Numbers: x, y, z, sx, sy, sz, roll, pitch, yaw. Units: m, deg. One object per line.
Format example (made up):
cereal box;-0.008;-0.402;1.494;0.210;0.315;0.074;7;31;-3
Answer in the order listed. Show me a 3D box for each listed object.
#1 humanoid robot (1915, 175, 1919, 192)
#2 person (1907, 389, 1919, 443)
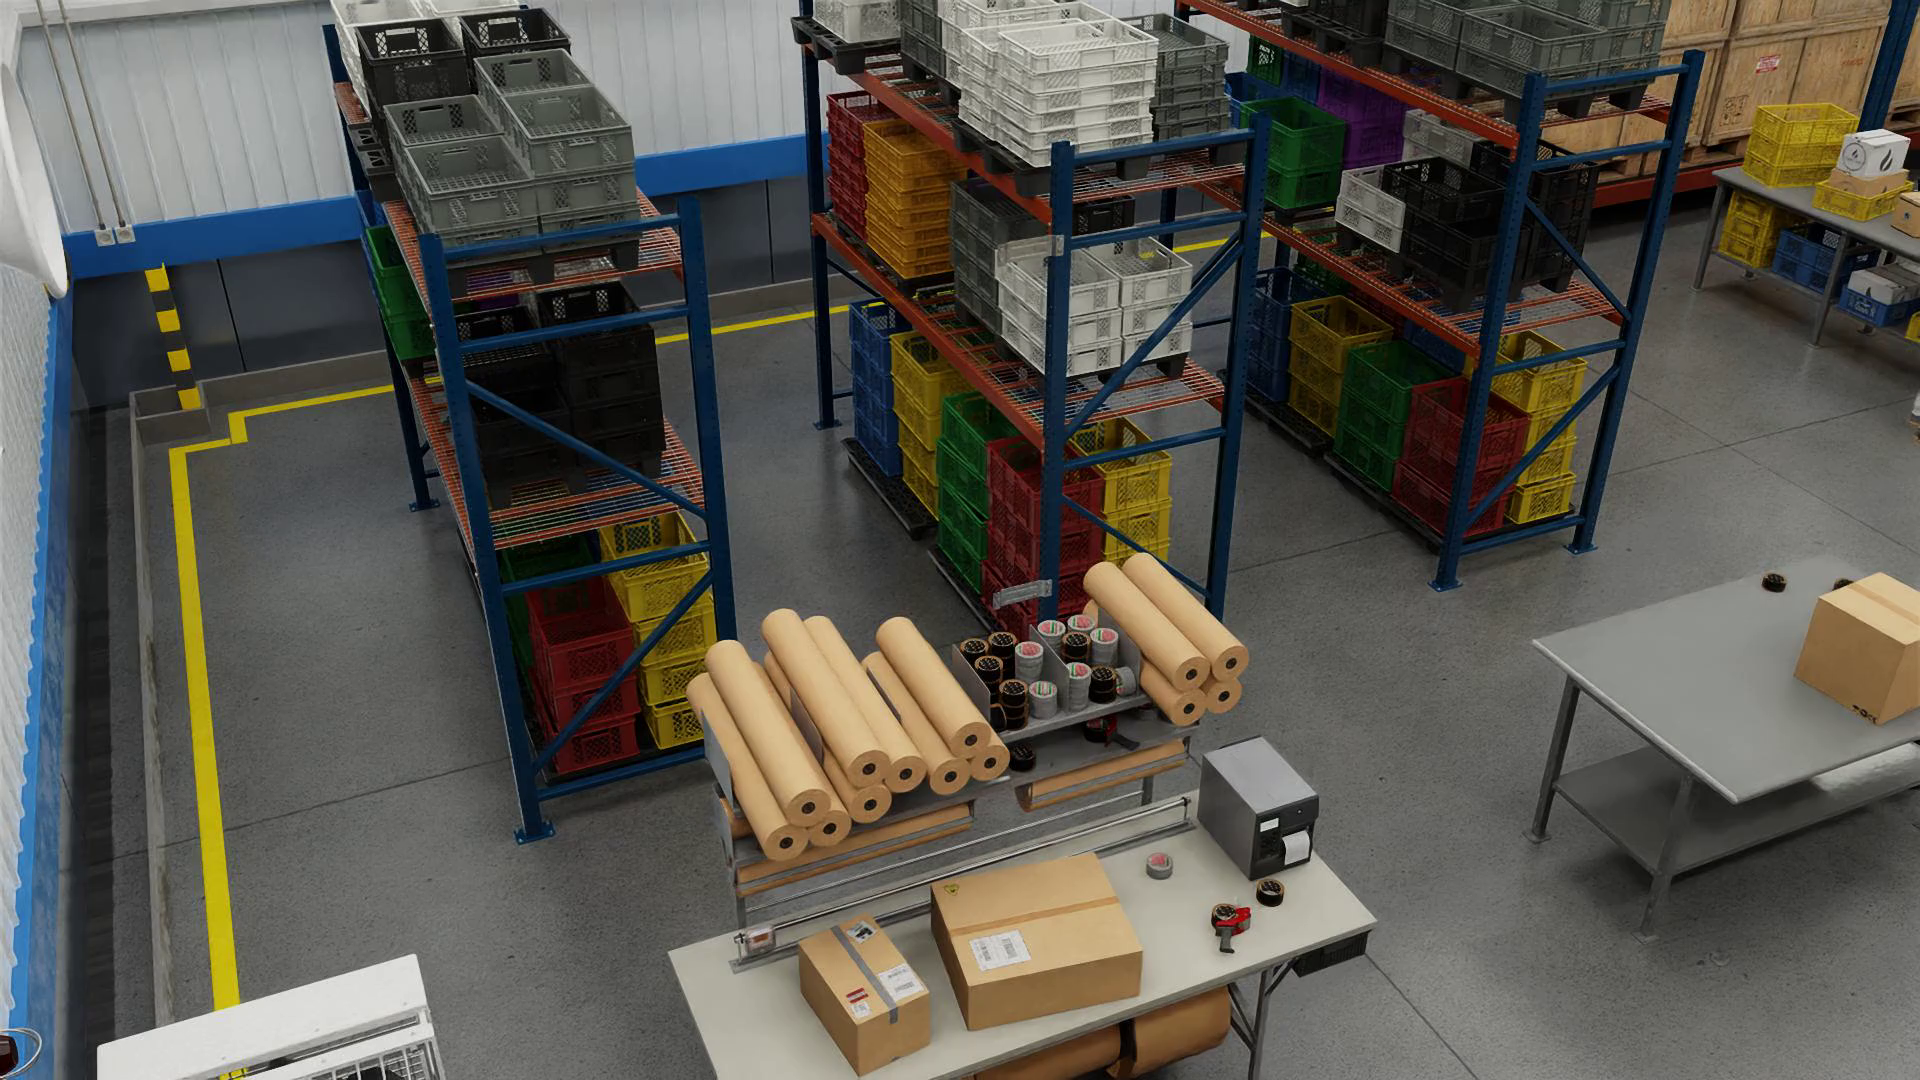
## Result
humanoid robot;7.846;-2.697;13.018;0.671;1.637;0.504;2;32;3
person;6.645;-1.511;10.886;0.355;1.881;0.574;12;34;18
